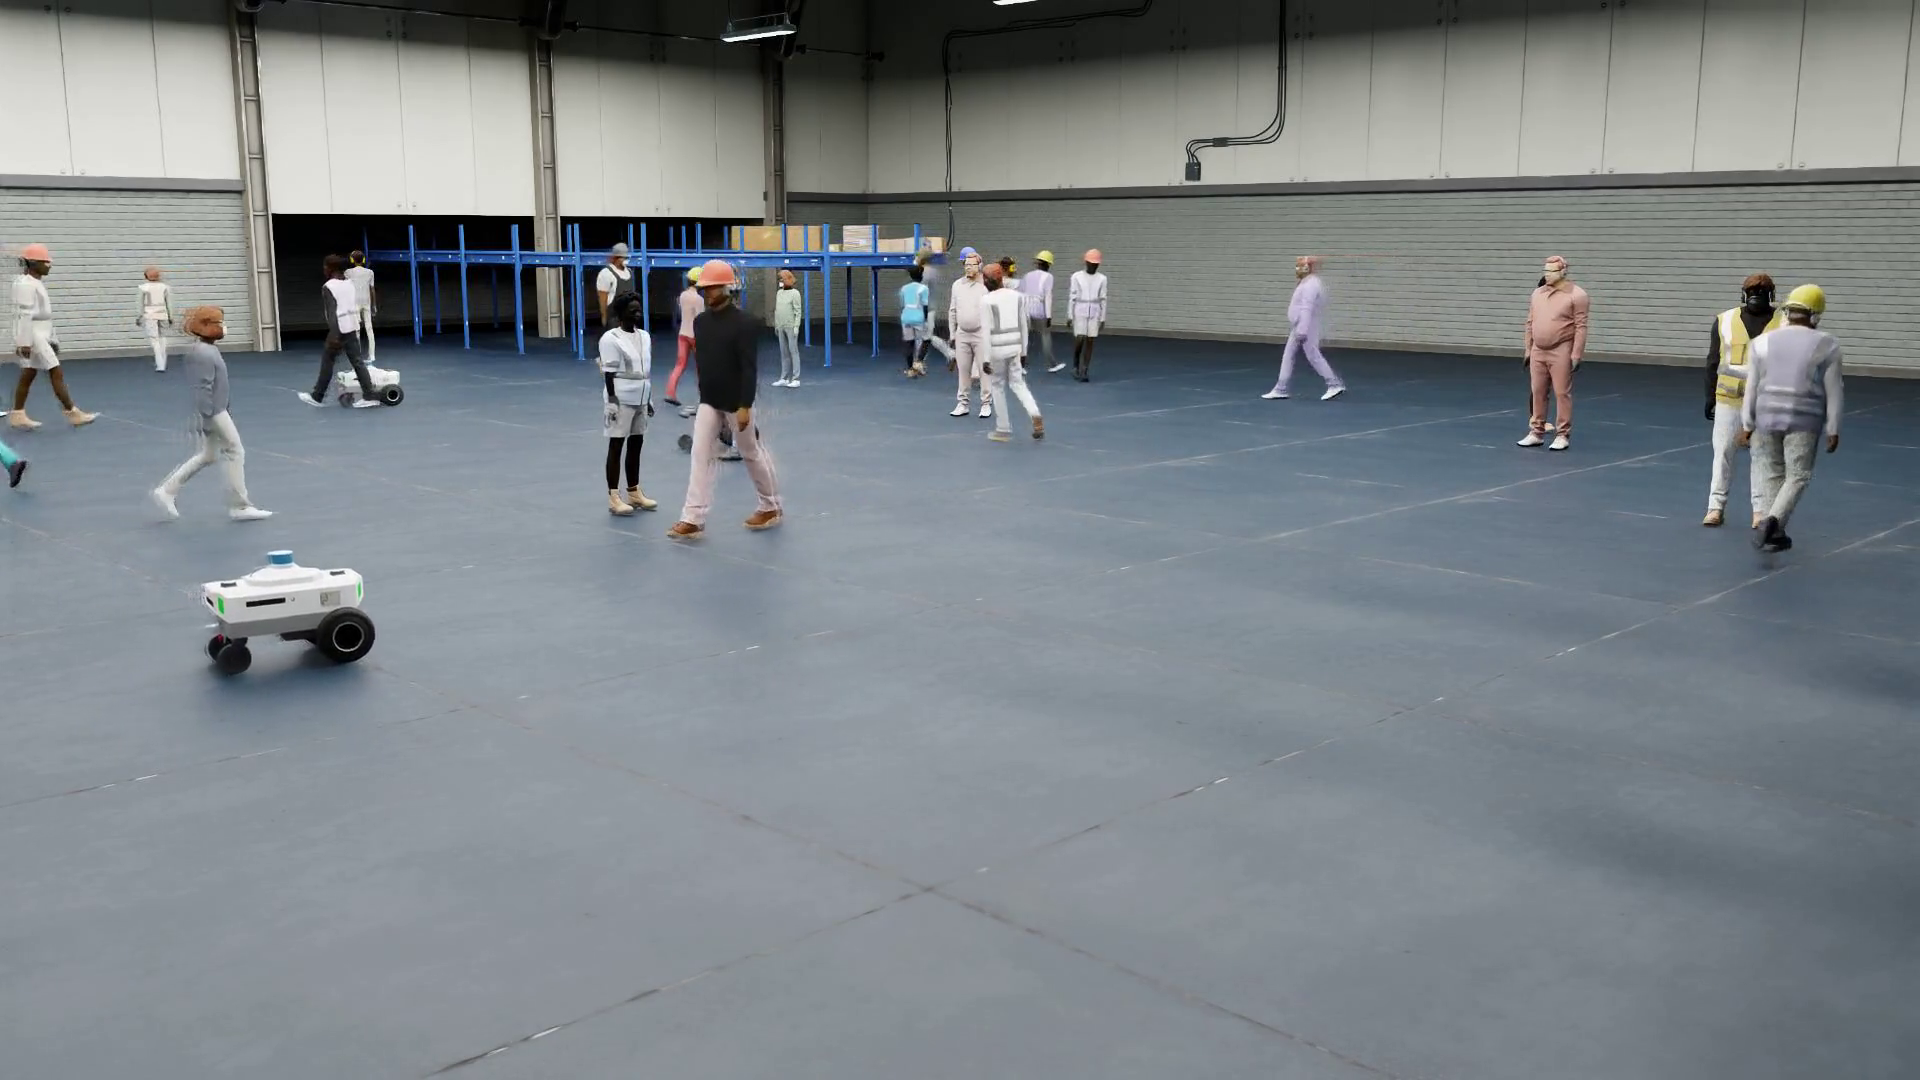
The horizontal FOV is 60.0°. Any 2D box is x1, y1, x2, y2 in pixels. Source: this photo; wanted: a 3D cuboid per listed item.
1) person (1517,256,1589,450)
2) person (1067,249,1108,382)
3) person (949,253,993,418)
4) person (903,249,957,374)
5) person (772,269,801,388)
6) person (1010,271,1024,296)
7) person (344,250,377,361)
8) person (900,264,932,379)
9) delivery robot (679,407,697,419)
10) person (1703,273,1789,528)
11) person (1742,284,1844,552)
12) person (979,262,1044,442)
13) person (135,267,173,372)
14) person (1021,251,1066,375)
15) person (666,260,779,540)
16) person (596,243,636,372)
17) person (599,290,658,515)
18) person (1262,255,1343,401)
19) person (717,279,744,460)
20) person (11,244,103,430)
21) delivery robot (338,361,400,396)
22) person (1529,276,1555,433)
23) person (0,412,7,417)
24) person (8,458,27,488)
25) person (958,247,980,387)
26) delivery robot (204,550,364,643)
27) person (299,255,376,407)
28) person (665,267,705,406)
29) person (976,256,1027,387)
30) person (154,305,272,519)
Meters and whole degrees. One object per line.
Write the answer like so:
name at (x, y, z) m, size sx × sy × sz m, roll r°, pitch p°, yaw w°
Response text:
person at (5.870, -1.853, 16.507) m, size 0.402 × 1.904 × 0.651 m, roll -7°, pitch 13°, yaw -35°
person at (1.861, -3.256, 24.127) m, size 0.577 × 1.911 × 0.447 m, roll -2°, pitch 11°, yaw -9°
person at (0.157, -2.389, 19.424) m, size 0.651 × 1.906 × 0.404 m, roll 5°, pitch 11°, yaw 23°
person at (-0.426, -3.483, 25.404) m, size 0.836 × 1.914 × 0.635 m, roll 1°, pitch 10°, yaw 6°
person at (-2.420, -2.964, 23.302) m, size 0.284 × 1.633 × 0.498 m, roll -10°, pitch 15°, yaw -44°
person at (0.854, -3.852, 28.162) m, size 0.532 × 1.625 × 0.538 m, roll -1°, pitch 10°, yaw -3°
person at (-10.099, -3.940, 28.015) m, size 0.515 × 1.865 × 0.312 m, roll -8°, pitch 13°, yaw -38°
person at (-0.656, -3.238, 24.647) m, size 0.524 × 1.680 × 0.367 m, roll 7°, pitch 12°, yaw 33°
delivery robot at (-2.438, -1.348, 16.583) m, size 0.698 × 0.223 × 0.335 m, roll -6°, pitch 12°, yaw -28°
person at (5.733, -1.011, 12.084) m, size 0.629 × 1.843 × 0.429 m, roll 5°, pitch 12°, yaw 27°
person at (5.447, -0.778, 10.940) m, size 0.769 × 1.799 × 0.621 m, roll -10°, pitch 15°, yaw -44°
person at (0.500, -1.897, 16.944) m, size 0.615 × 1.845 × 0.774 m, roll -7°, pitch 12°, yaw -33°
person at (-12.620, -3.445, 25.986) m, size 0.679 × 1.616 × 0.518 m, roll 8°, pitch 13°, yaw 37°
person at (1.213, -3.457, 25.363) m, size 0.991 × 1.858 × 0.685 m, roll -10°, pitch 15°, yaw -44°
person at (-1.649, -0.995, 11.735) m, size 0.635 × 1.944 × 1.019 m, roll 7°, pitch 13°, yaw 35°
person at (-5.046, -3.331, 24.307) m, size 0.714 × 2.000 × 0.707 m, roll 5°, pitch 11°, yaw 24°
person at (-2.537, -1.059, 12.738) m, size 0.322 × 1.697 × 0.534 m, roll 6°, pitch 12°, yaw 28°
person at (4.479, -2.734, 21.470) m, size 1.002 × 1.867 × 0.651 m, roll 0°, pitch 10°, yaw 2°
person at (-2.169, -1.644, 15.770) m, size 0.335 × 1.757 × 0.517 m, roll 1°, pitch 10°, yaw 7°
person at (-9.926, -2.203, 18.130) m, size 1.018 × 1.999 × 0.626 m, roll -4°, pitch 11°, yaw -21°
delivery robot at (-7.421, -2.006, 20.867) m, size 0.707 × 0.478 × 0.477 m, roll -5°, pitch 12°, yaw -30°
person at (6.340, -2.026, 18.016) m, size 0.317 × 1.696 × 0.537 m, roll 3°, pitch 11°, yaw 16°
person at (-11.485, -2.386, 19.430) m, size 0.643 × 1.899 × 0.399 m, roll 9°, pitch 14°, yaw 40°
person at (-8.159, -1.273, 13.792) m, size 0.746 × 1.744 × 0.527 m, roll 1°, pitch 10°, yaw 3°
person at (0.165, -3.133, 23.383) m, size 0.402 × 1.942 × 0.604 m, roll 2°, pitch 10°, yaw 8°
delivery robot at (-3.381, 0.296, 8.327) m, size 0.707 × 0.478 × 0.477 m, roll -7°, pitch 13°, yaw -33°
person at (-7.666, -2.559, 20.450) m, size 1.020 × 1.864 × 0.615 m, roll 2°, pitch 11°, yaw 13°
person at (-3.344, -2.548, 20.810) m, size 0.529 × 1.720 × 0.890 m, roll 9°, pitch 14°, yaw 41°
person at (0.554, -3.004, 23.015) m, size 0.833 × 1.832 × 0.541 m, roll -9°, pitch 14°, yaw -42°
person at (-5.607, -0.943, 12.355) m, size 0.747 × 1.604 × 0.501 m, roll -5°, pitch 11°, yaw -25°
